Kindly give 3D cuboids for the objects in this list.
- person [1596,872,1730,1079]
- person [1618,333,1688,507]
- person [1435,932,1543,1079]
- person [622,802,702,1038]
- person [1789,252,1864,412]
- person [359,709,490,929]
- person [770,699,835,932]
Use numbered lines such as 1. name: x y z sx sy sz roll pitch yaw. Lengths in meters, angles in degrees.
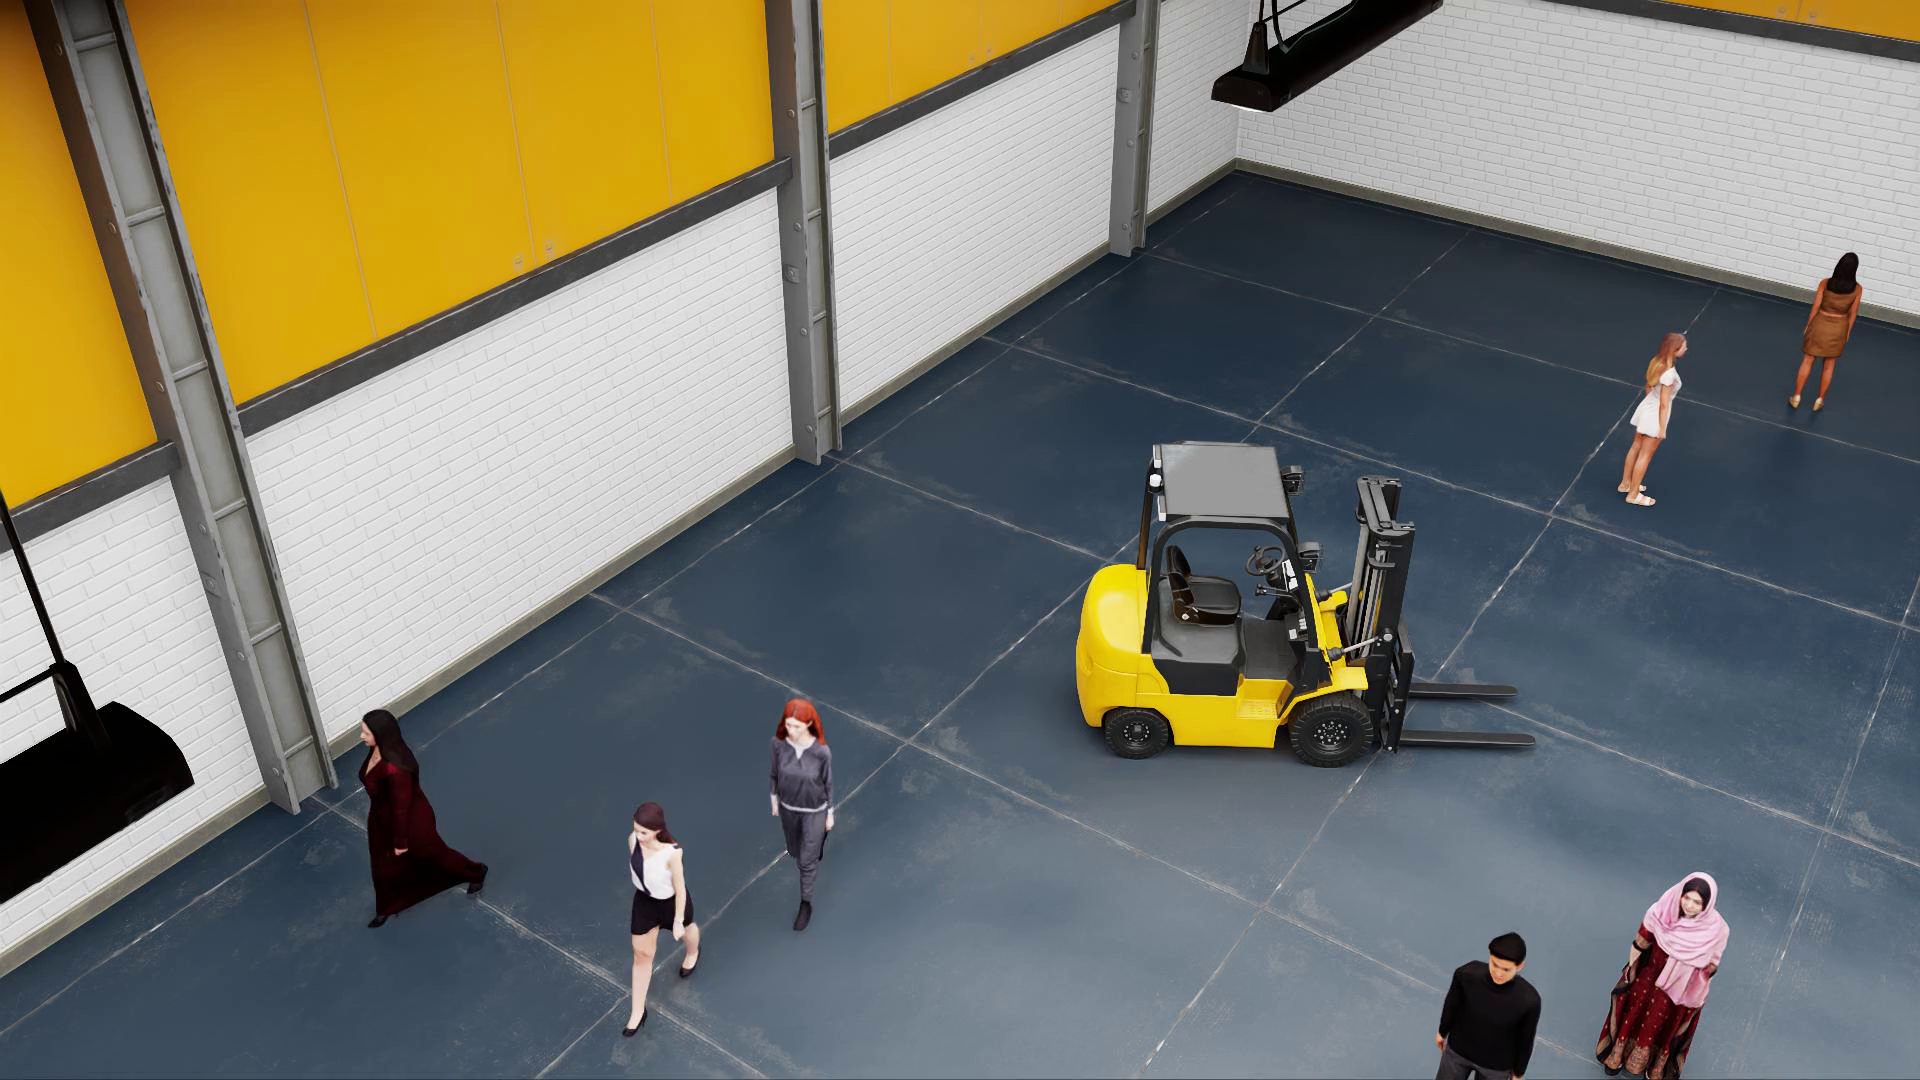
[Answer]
1. person: 4.140 2.558 9.728 0.689 1.638 0.641 16 37 22
2. person: 6.338 -1.129 15.222 0.726 1.696 0.641 2 34 3
3. person: 2.941 2.787 9.312 0.675 1.718 0.588 19 38 26
4. person: -1.781 2.210 10.280 0.730 1.606 1.108 13 36 19
5. person: 8.694 -2.090 16.675 0.611 1.688 0.572 13 36 19
6. person: -3.515 1.787 10.814 1.148 1.720 0.878 -23 40 -31
7. person: -1.000 1.709 10.891 0.775 1.764 1.002 9 35 13
